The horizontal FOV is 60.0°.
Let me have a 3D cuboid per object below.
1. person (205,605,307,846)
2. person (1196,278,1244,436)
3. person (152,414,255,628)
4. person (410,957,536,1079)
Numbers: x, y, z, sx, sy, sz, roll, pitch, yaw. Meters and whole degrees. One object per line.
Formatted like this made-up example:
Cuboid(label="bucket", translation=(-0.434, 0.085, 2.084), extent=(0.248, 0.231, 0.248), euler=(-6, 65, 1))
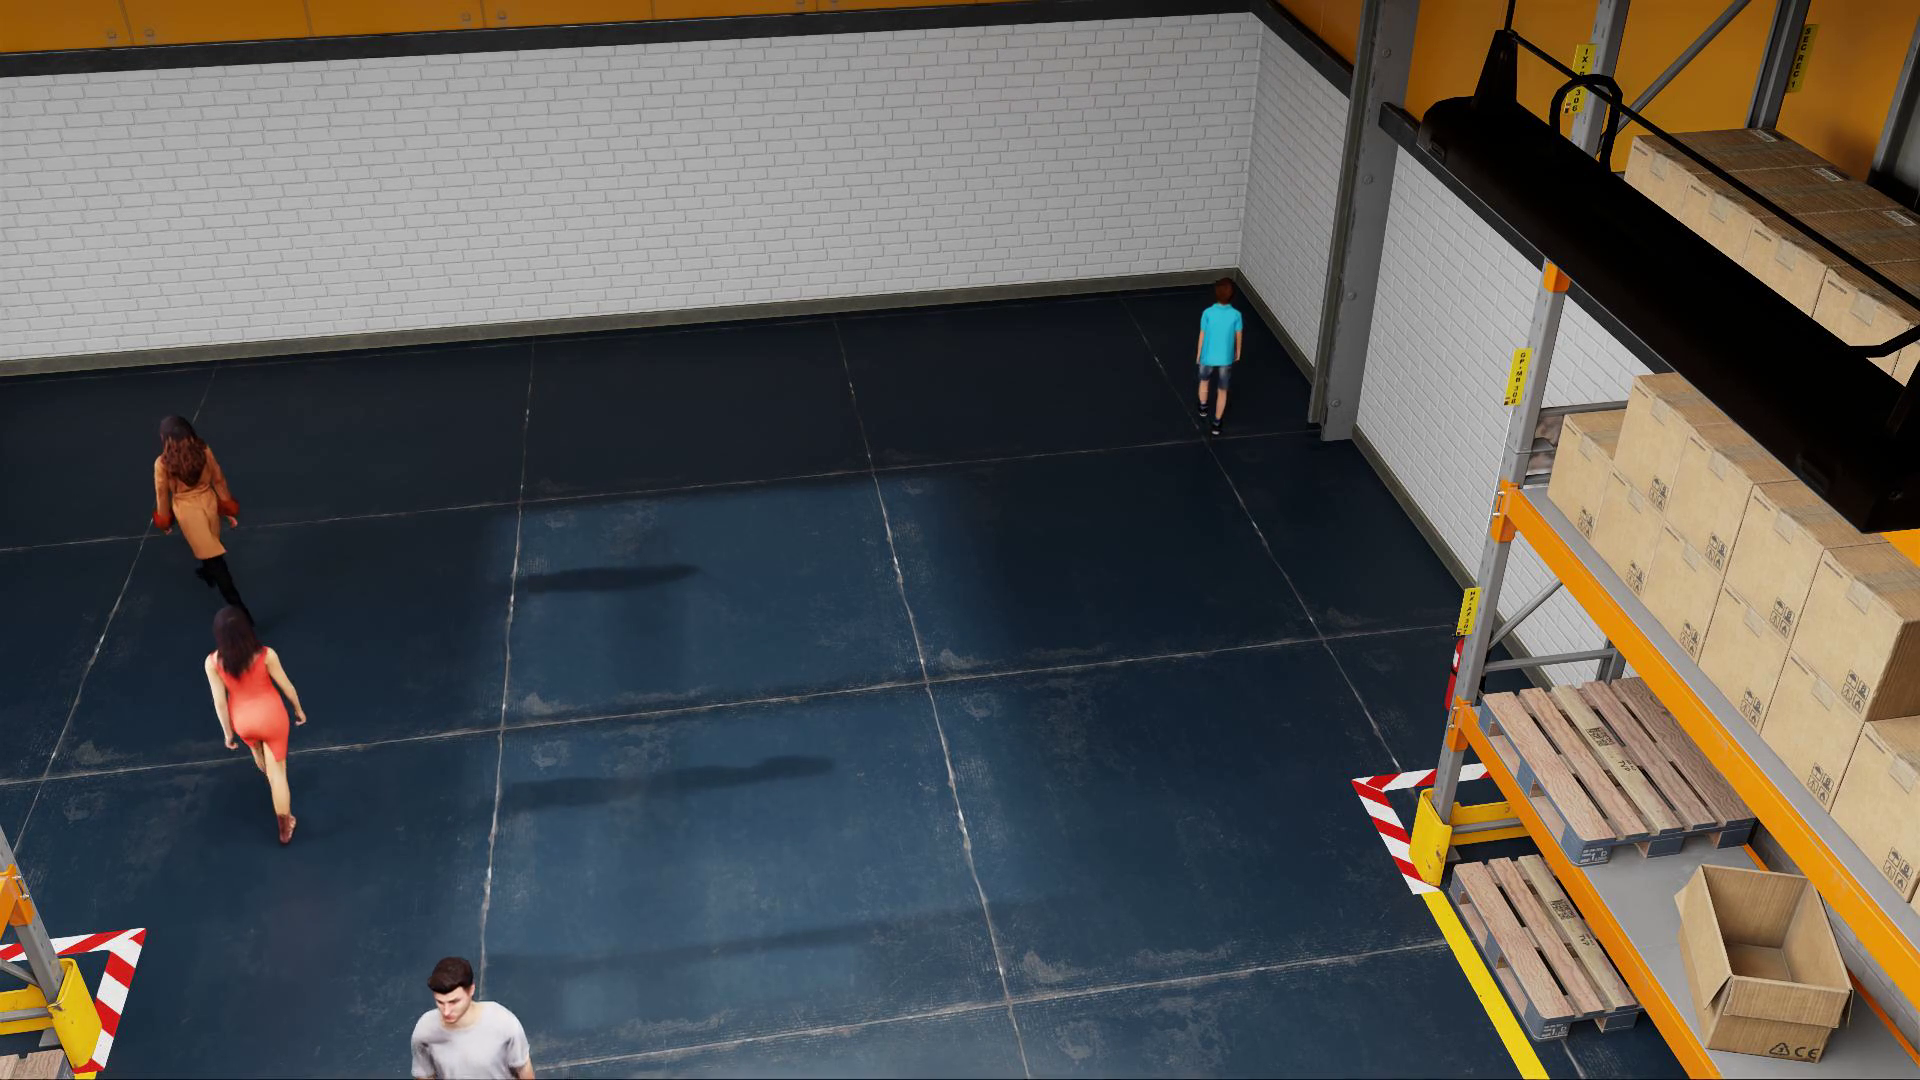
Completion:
Cuboid(label="person", translation=(-4.318, 1.185, 10.244), extent=(0.625, 1.692, 0.971), euler=(-7, 34, -10))
Cuboid(label="person", translation=(2.275, -1.601, 14.670), extent=(0.681, 1.431, 0.843), euler=(5, 34, 7))
Cuboid(label="person", translation=(-5.518, -0.088, 12.188), extent=(1.320, 1.660, 1.171), euler=(28, 42, 35))
Cuboid(label="person", translation=(-2.244, 2.610, 7.945), extent=(0.767, 1.862, 0.970), euler=(-1, 34, -2))
